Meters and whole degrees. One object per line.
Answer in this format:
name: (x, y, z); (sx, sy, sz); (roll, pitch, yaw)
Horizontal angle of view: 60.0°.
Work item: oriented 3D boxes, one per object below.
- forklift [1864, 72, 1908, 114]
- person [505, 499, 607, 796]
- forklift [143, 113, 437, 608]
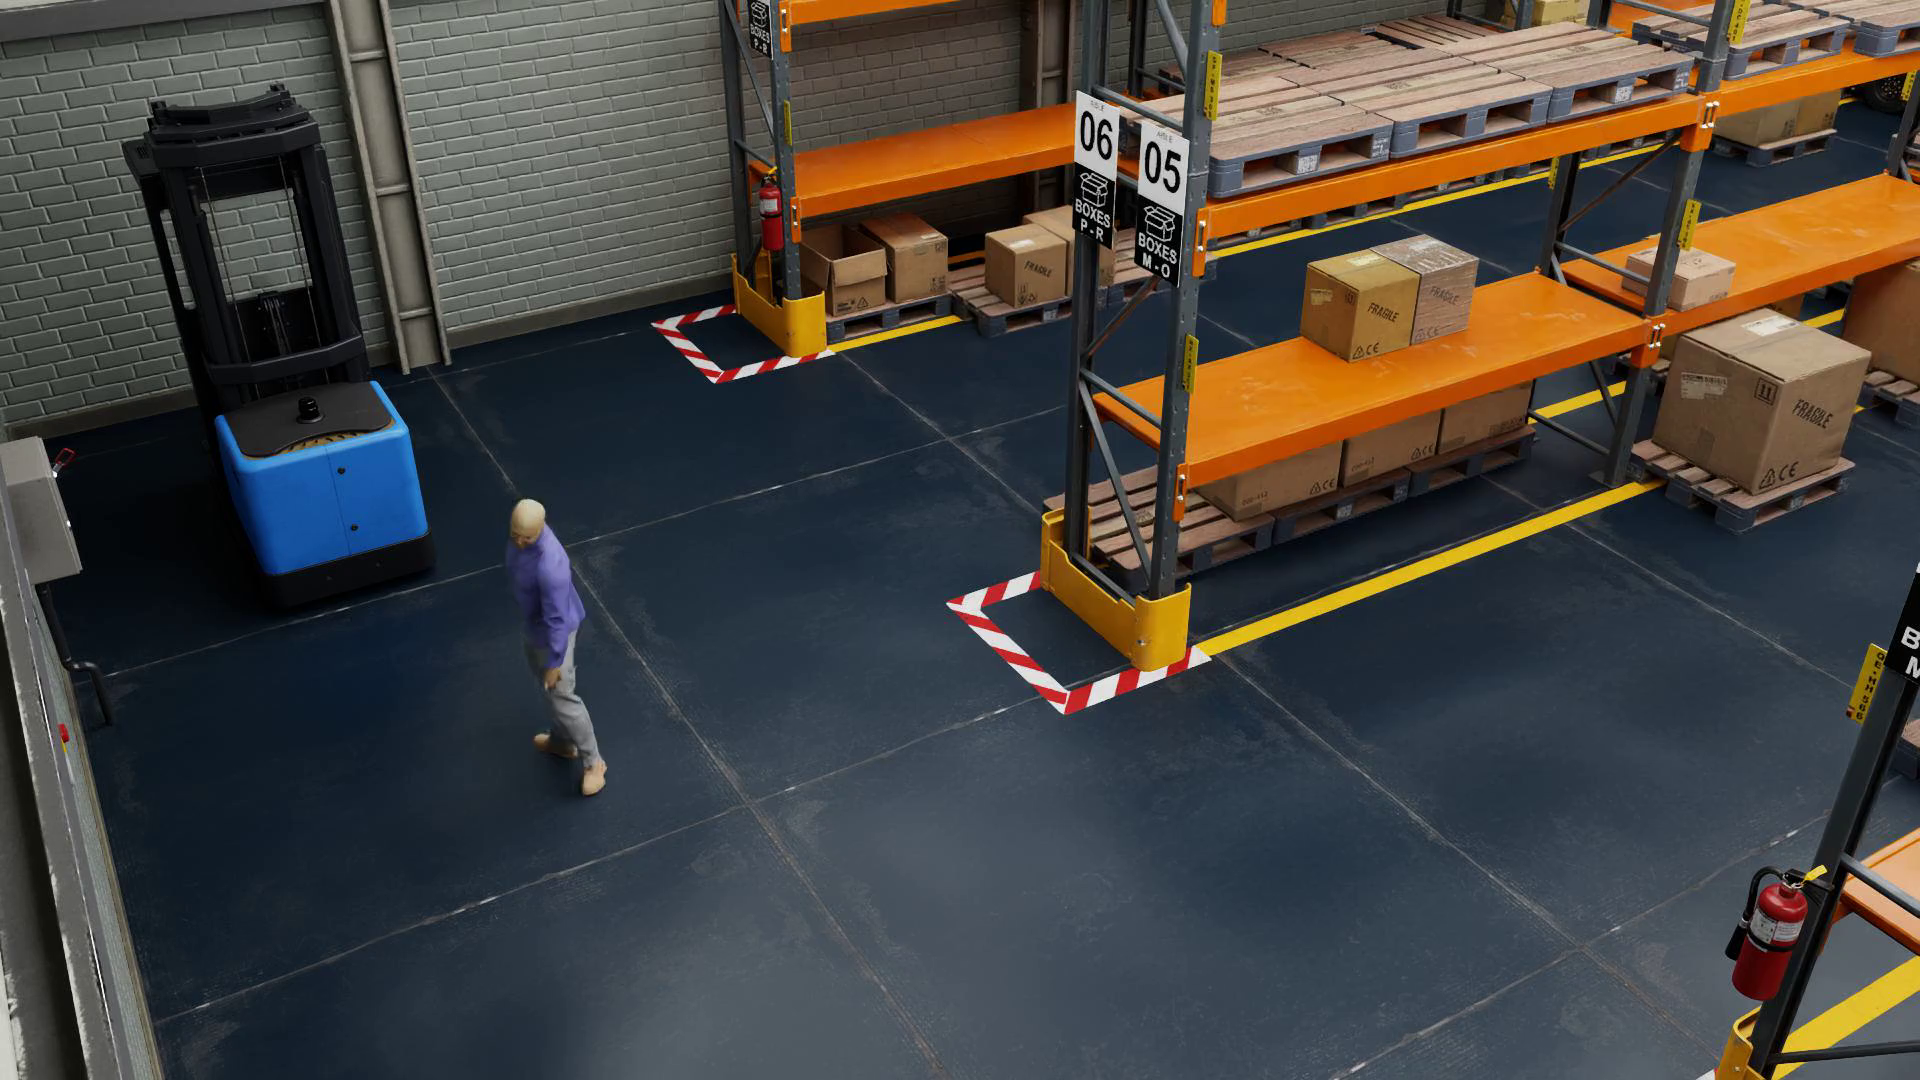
forklift: (11.468, -5.645, 18.244); (1.214, 2.155, 2.313); (-17, 36, -26)
person: (-2.132, 0.493, 8.725); (0.364, 1.769, 0.676); (-16, 35, -24)
forklift: (-4.289, -1.259, 10.509); (1.129, 2.768, 1.873); (-17, 36, -26)
